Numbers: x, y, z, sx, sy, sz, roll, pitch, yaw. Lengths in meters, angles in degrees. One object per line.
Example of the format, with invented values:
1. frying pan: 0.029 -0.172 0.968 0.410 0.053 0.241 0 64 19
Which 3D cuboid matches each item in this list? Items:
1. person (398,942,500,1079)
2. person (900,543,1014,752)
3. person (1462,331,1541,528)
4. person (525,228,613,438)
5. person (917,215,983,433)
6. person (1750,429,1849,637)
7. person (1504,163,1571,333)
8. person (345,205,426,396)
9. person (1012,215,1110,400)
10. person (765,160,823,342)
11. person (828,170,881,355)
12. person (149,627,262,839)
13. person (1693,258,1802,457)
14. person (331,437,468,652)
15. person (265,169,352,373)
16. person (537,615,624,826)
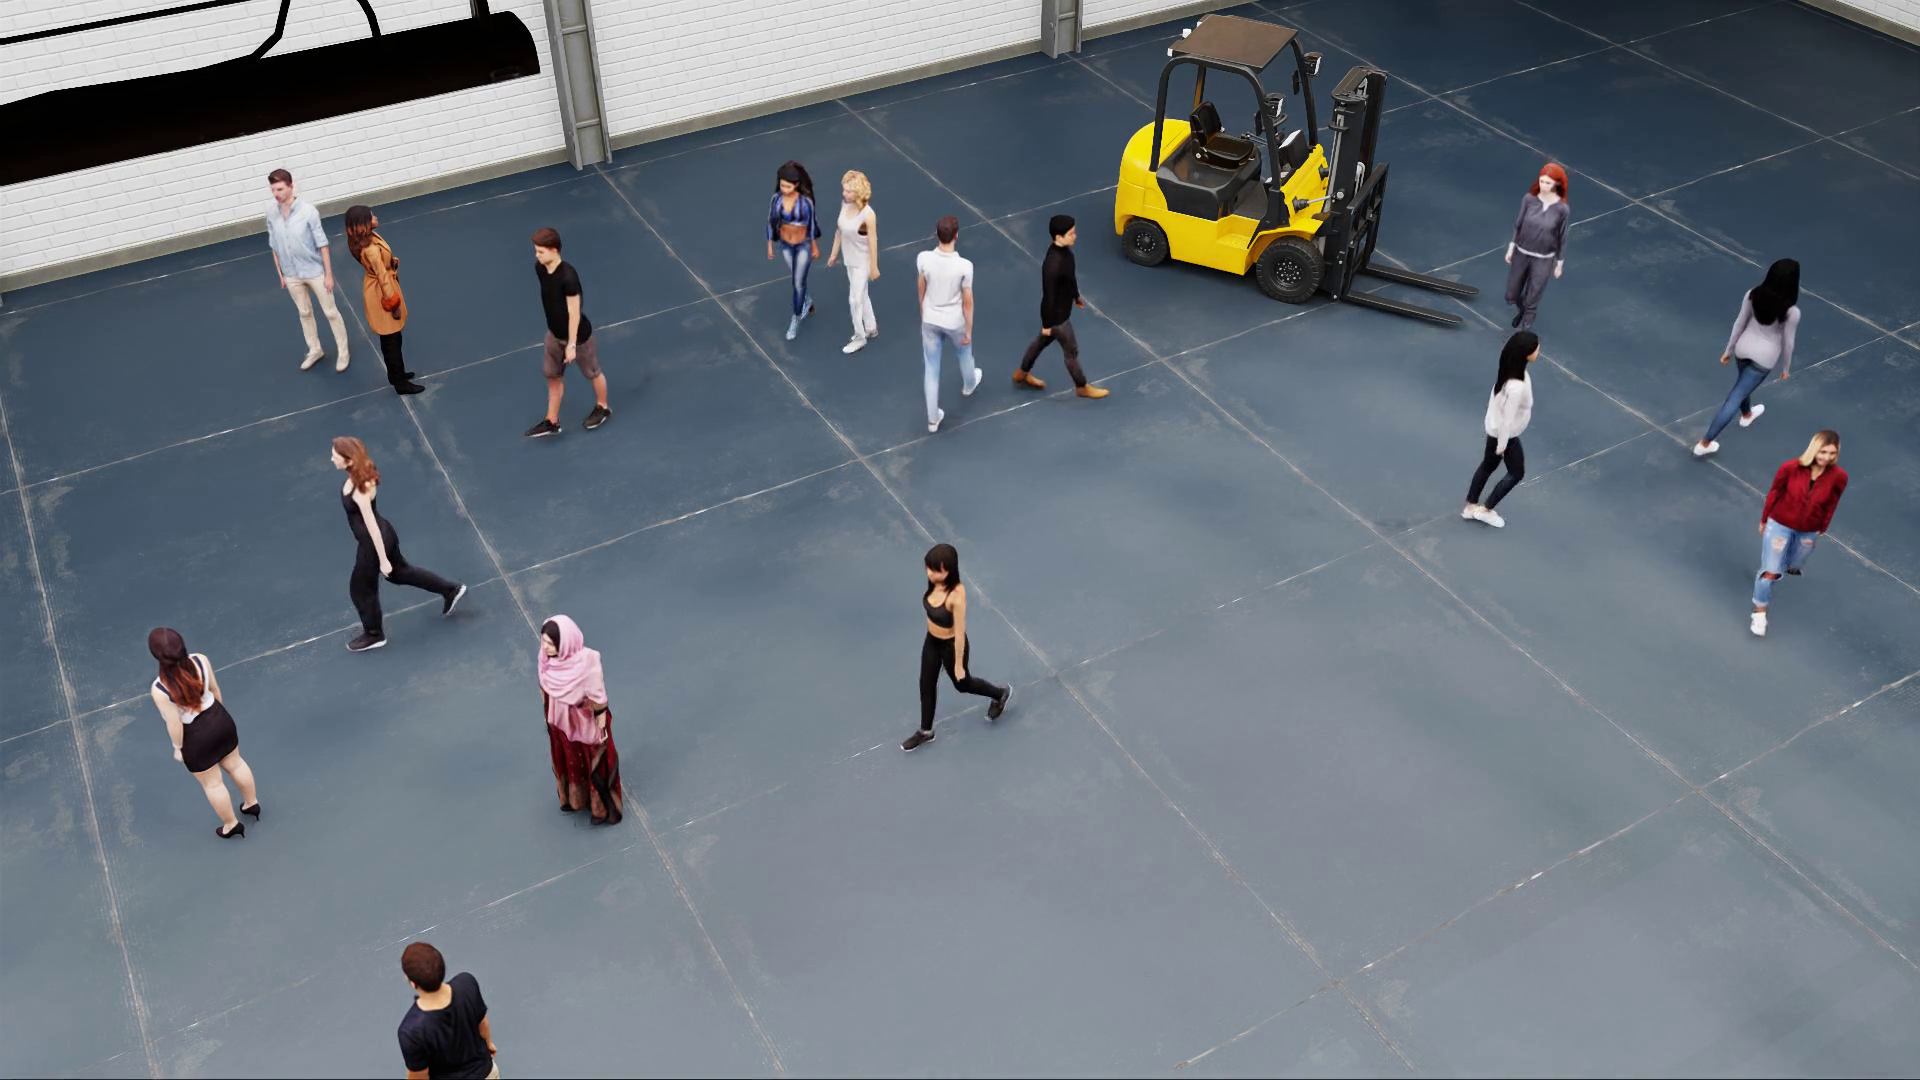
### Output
1. person: -2.409 2.590 8.038 0.765 1.855 0.634 21 43 24
2. person: -0.006 0.654 10.652 1.054 1.617 0.595 -22 44 -26
3. person: 3.980 -0.826 12.449 0.744 1.687 0.718 2 39 2
4. person: -3.079 -1.714 13.444 0.923 1.834 1.113 24 44 27
5. person: -0.154 -1.702 13.440 1.096 1.819 1.143 8 39 10
6. person: 5.810 -0.126 11.632 0.966 1.612 1.022 9 40 11
7. person: 5.001 -2.479 14.453 0.783 1.769 0.819 22 44 25
8. person: -4.824 -2.016 13.914 0.563 1.719 0.672 -20 43 -23
9. person: 0.743 -1.934 13.839 1.173 1.685 1.050 5 39 7
10. person: -1.423 -2.642 14.797 0.937 1.595 1.019 13 40 16
11. person: -0.820 -2.479 14.542 0.661 1.659 0.615 -21 43 -24
12. person: -4.548 1.160 9.992 0.694 1.649 0.607 17 42 20
13. person: 6.221 -1.387 13.157 1.178 1.680 0.701 -24 44 -27
14. person: -3.910 -0.009 11.400 1.119 1.719 0.643 -16 41 -20
15. person: -5.571 -2.301 14.168 0.688 1.847 0.791 3 39 4
16. person: -2.326 1.073 10.111 0.759 1.638 0.775 19 42 22
